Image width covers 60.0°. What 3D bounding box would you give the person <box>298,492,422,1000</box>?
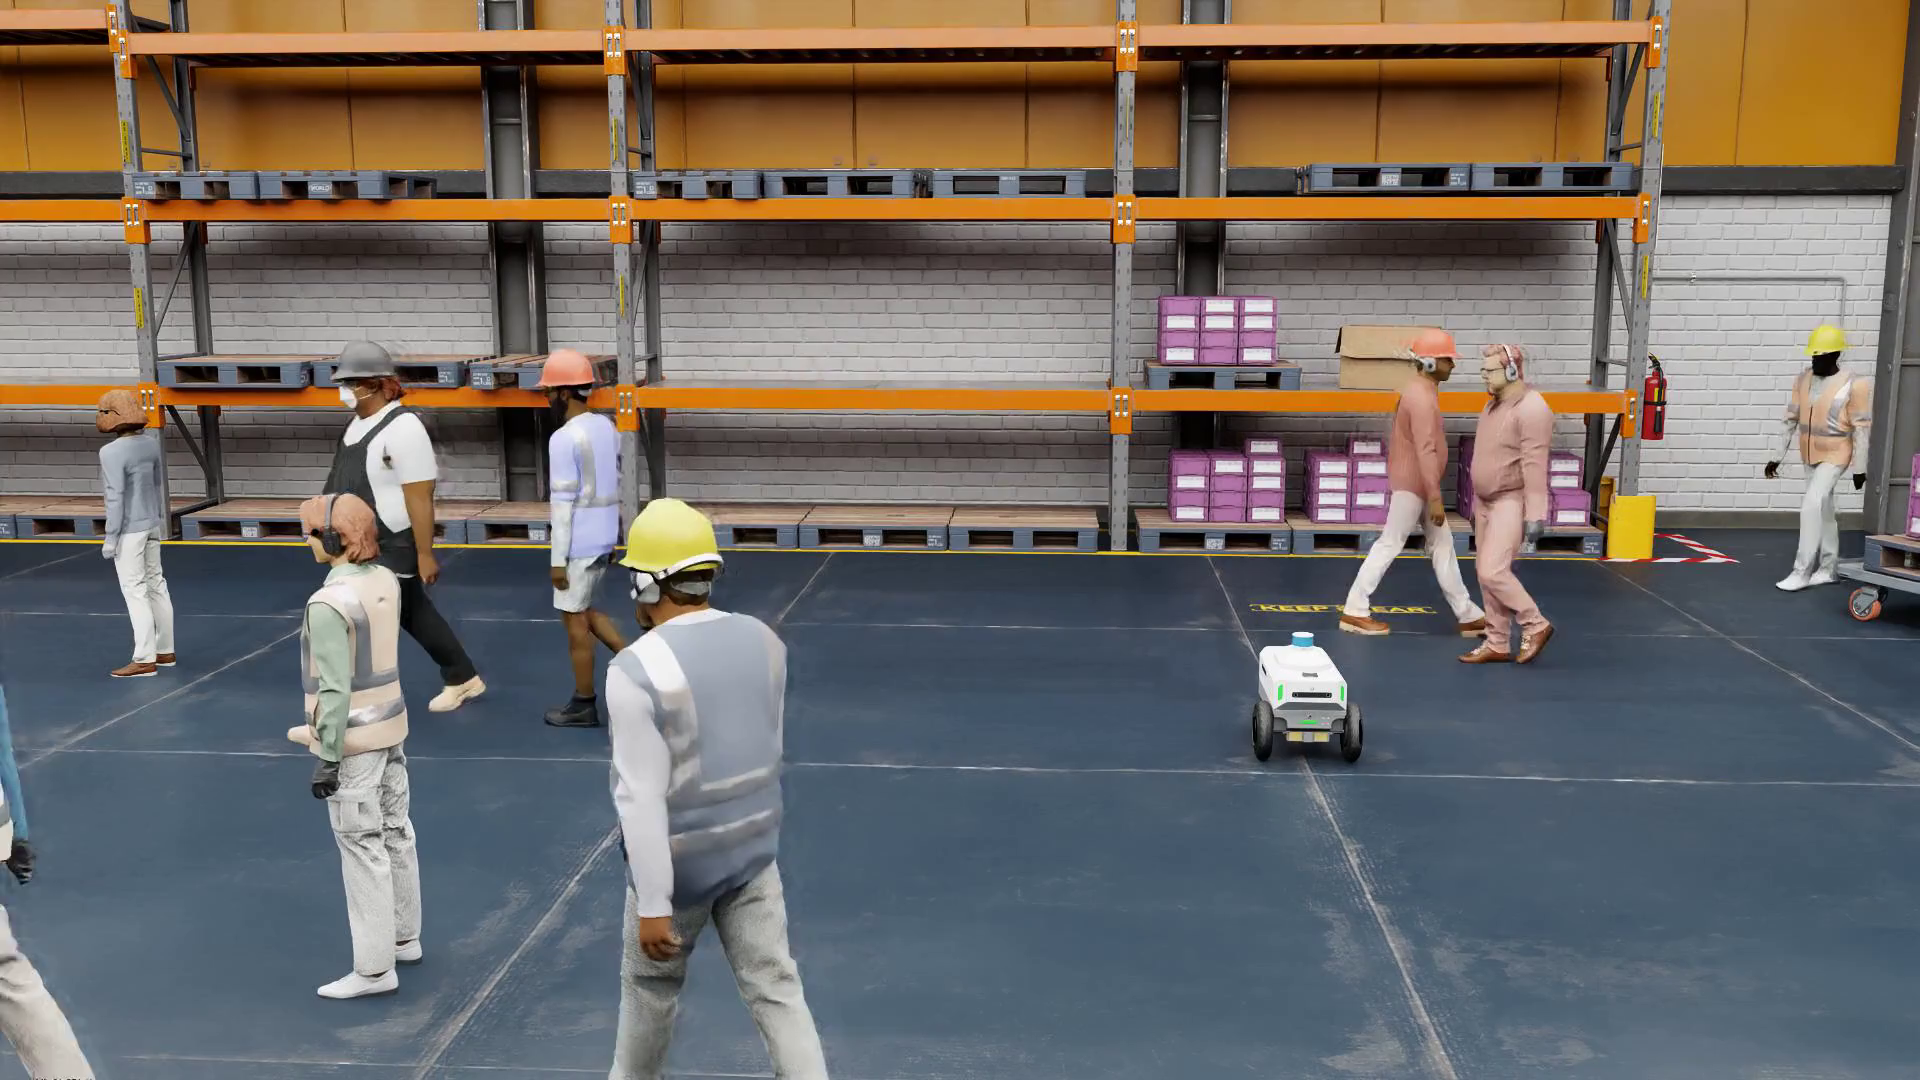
[{"bbox_3d":[-1.938,0.658,5.369,0.308,1.636,0.524,1,10,4],"label":"person"}]

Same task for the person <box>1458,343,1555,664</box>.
[{"bbox_3d":[3.125,-0.190,9.597,0.434,1.884,0.666,-1,10,-7],"label":"person"}]

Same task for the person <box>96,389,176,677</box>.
[{"bbox_3d":[-4.703,-0.039,9.458,0.265,1.632,0.508,1,10,4],"label":"person"}]

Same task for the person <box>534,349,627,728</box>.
[{"bbox_3d":[-1.857,0.010,8.320,0.497,1.925,0.573,3,10,15],"label":"person"}]

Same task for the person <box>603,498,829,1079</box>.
[{"bbox_3d":[-0.630,0.786,4.221,0.945,1.780,0.601,8,13,39],"label":"person"}]

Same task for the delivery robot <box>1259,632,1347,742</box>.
[{"bbox_3d":[1.656,0.690,8.068,0.477,0.478,0.707,1,10,4],"label":"delivery robot"}]

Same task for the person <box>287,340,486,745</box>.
[{"bbox_3d":[-2.888,-0.060,8.392,1.072,2.000,0.687,-7,12,-35],"label":"person"}]

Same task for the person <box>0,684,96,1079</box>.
[{"bbox_3d":[-2.713,0.847,4.399,0.881,1.589,0.514,-1,10,-7],"label":"person"}]

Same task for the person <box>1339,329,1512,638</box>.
[{"bbox_3d":[2.873,-0.331,10.298,1.056,1.936,0.634,3,10,17],"label":"person"}]

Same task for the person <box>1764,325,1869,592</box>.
[{"bbox_3d":[6.070,-0.576,11.843,0.820,1.884,0.645,-2,10,-14],"label":"person"}]
